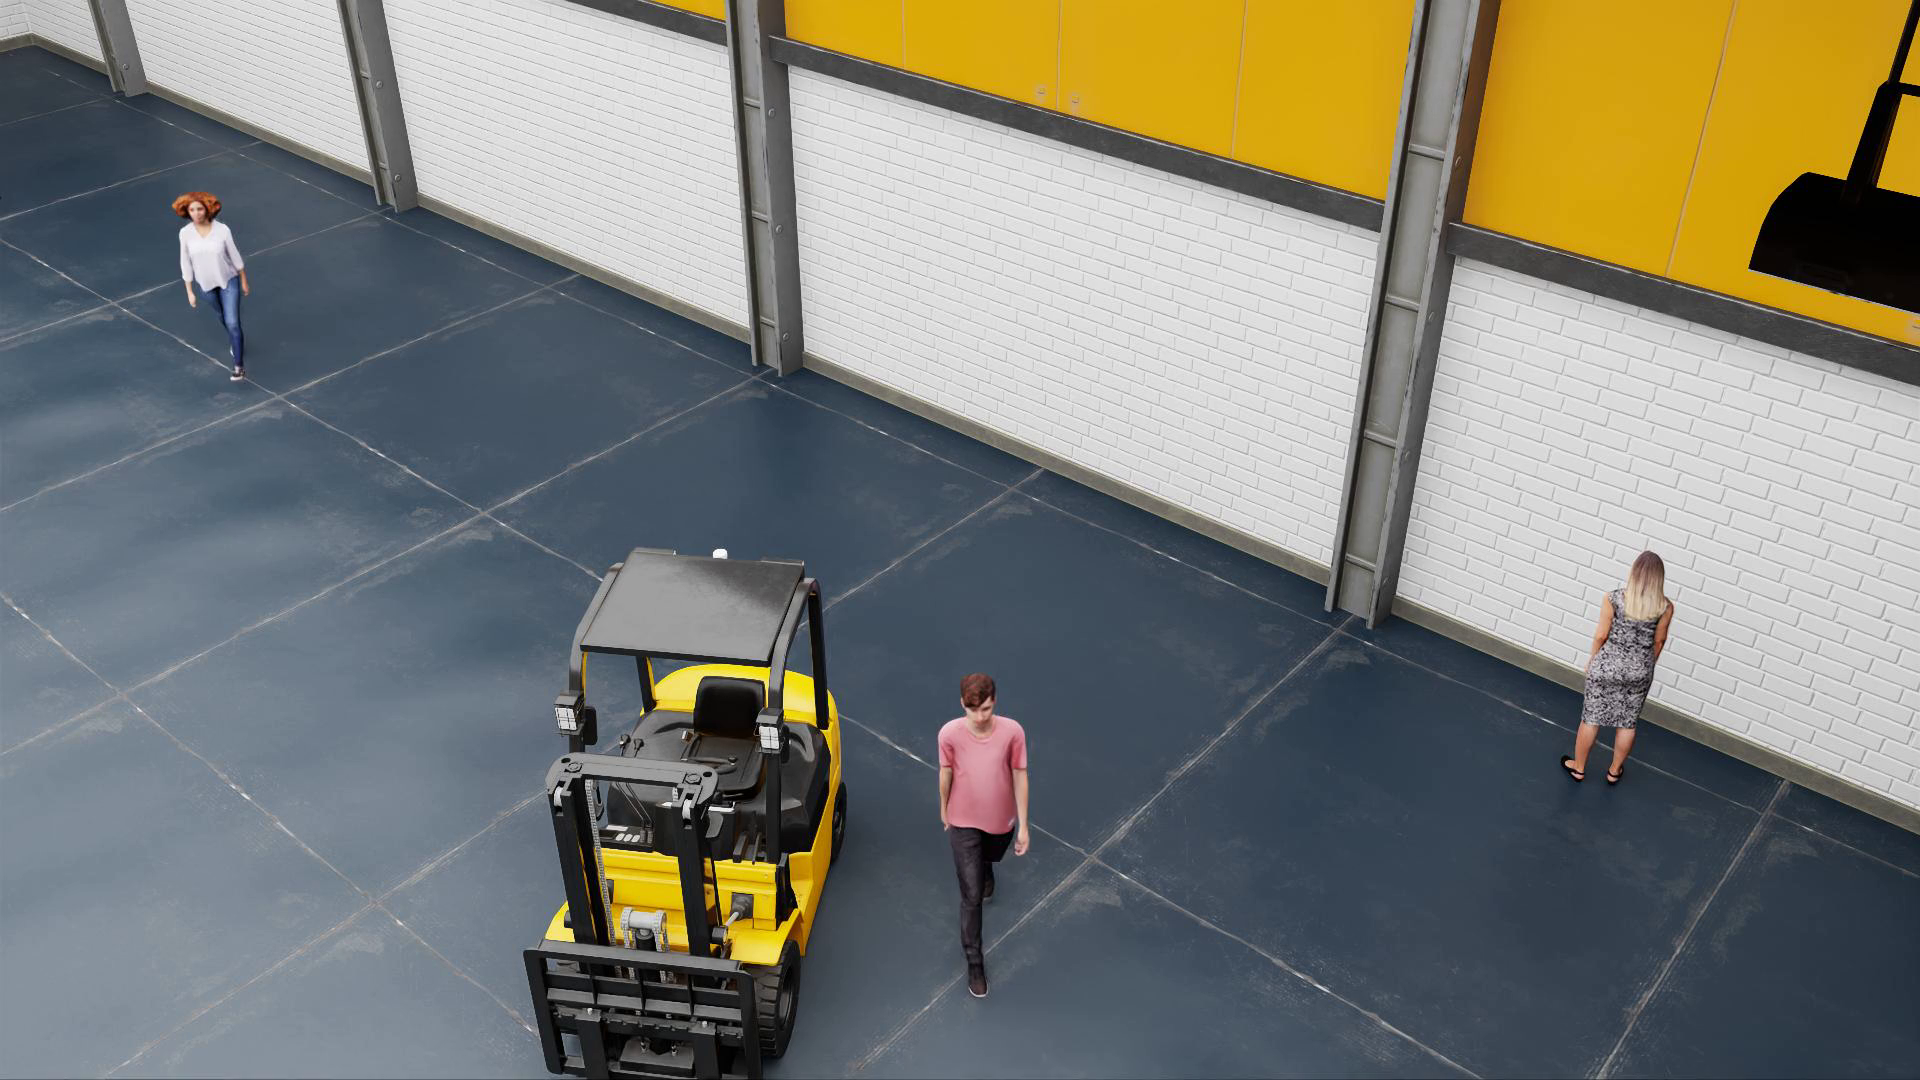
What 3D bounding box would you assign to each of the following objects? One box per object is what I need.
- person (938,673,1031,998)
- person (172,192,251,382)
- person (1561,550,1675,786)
[{"bbox_3d":[0.124,1.440,9.048,1.143,1.919,1.263,-5,34,-8],"label":"person"},{"bbox_3d":[-6.669,-2.351,14.980,1.137,1.665,1.231,-5,34,-7],"label":"person"},{"bbox_3d":[4.051,0.803,10.198,0.576,1.706,0.695,7,34,11],"label":"person"}]
